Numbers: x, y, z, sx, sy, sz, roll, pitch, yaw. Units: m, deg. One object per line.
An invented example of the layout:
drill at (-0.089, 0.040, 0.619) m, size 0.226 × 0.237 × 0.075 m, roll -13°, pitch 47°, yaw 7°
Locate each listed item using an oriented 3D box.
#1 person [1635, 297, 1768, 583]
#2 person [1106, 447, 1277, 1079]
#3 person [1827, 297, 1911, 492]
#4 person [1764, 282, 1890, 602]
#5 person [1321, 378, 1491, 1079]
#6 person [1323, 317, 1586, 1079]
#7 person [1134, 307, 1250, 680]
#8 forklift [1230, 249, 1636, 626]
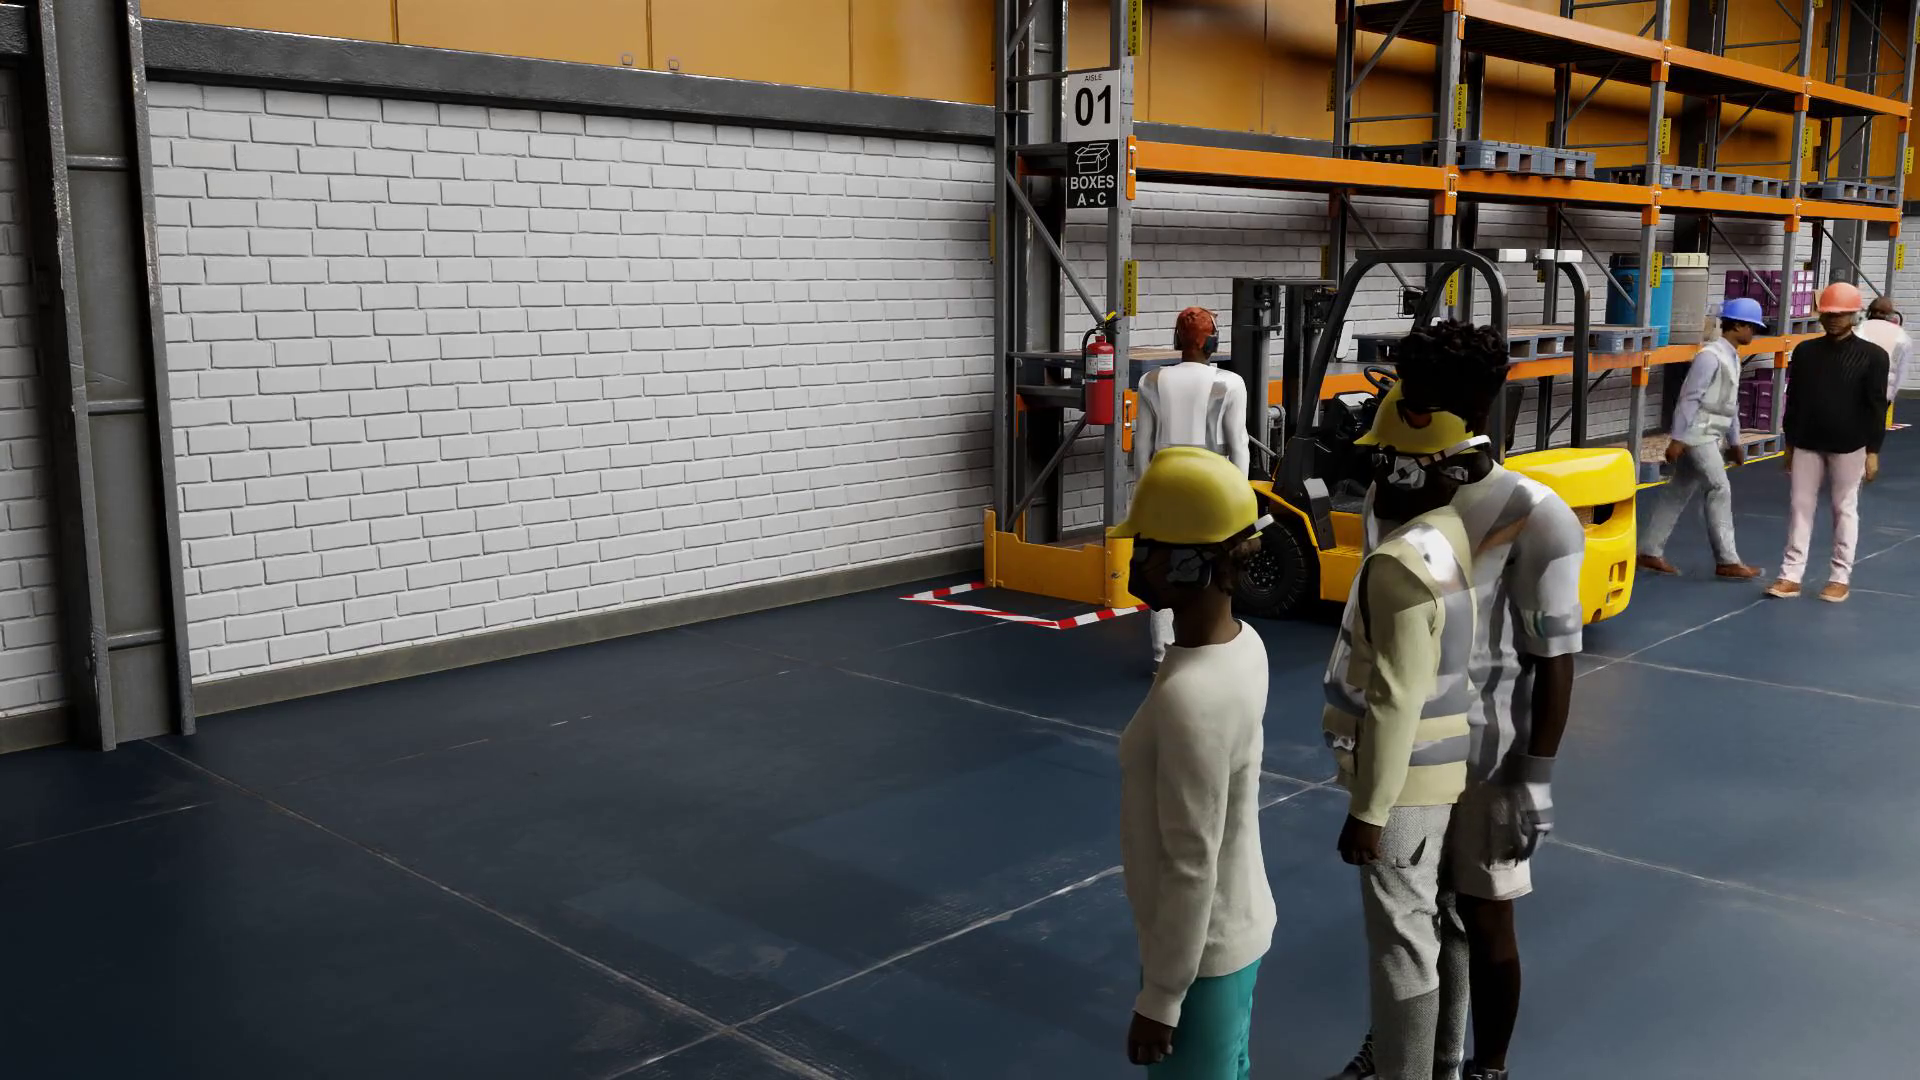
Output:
person at (4.994, -0.658, 11.047) m, size 0.925 × 1.873 × 0.622 m, roll 6°, pitch 11°, yaw 32°
person at (0.402, 0.716, 2.964) m, size 0.309 × 1.769 × 0.525 m, roll 3°, pitch 10°, yaw 16°
person at (8.448, -1.352, 15.496) m, size 0.661 × 1.814 × 0.448 m, roll 2°, pitch 9°, yaw 10°
person at (5.403, -0.599, 10.353) m, size 0.432 × 1.995 × 0.617 m, roll -7°, pitch 12°, yaw -38°
person at (1.052, 0.530, 3.897) m, size 0.404 × 1.833 × 0.590 m, roll 7°, pitch 11°, yaw 35°
person at (1.132, 0.469, 3.872) m, size 0.374 × 1.963 × 0.607 m, roll -6°, pitch 11°, yaw -31°
person at (1.158, -0.218, 8.325) m, size 0.584 × 1.882 × 0.337 m, roll 4°, pitch 10°, yaw 25°
forklift at (2.710, -0.584, 9.626) m, size 2.313 × 2.155 × 1.214 m, roll 9°, pitch 13°, yaw 43°
